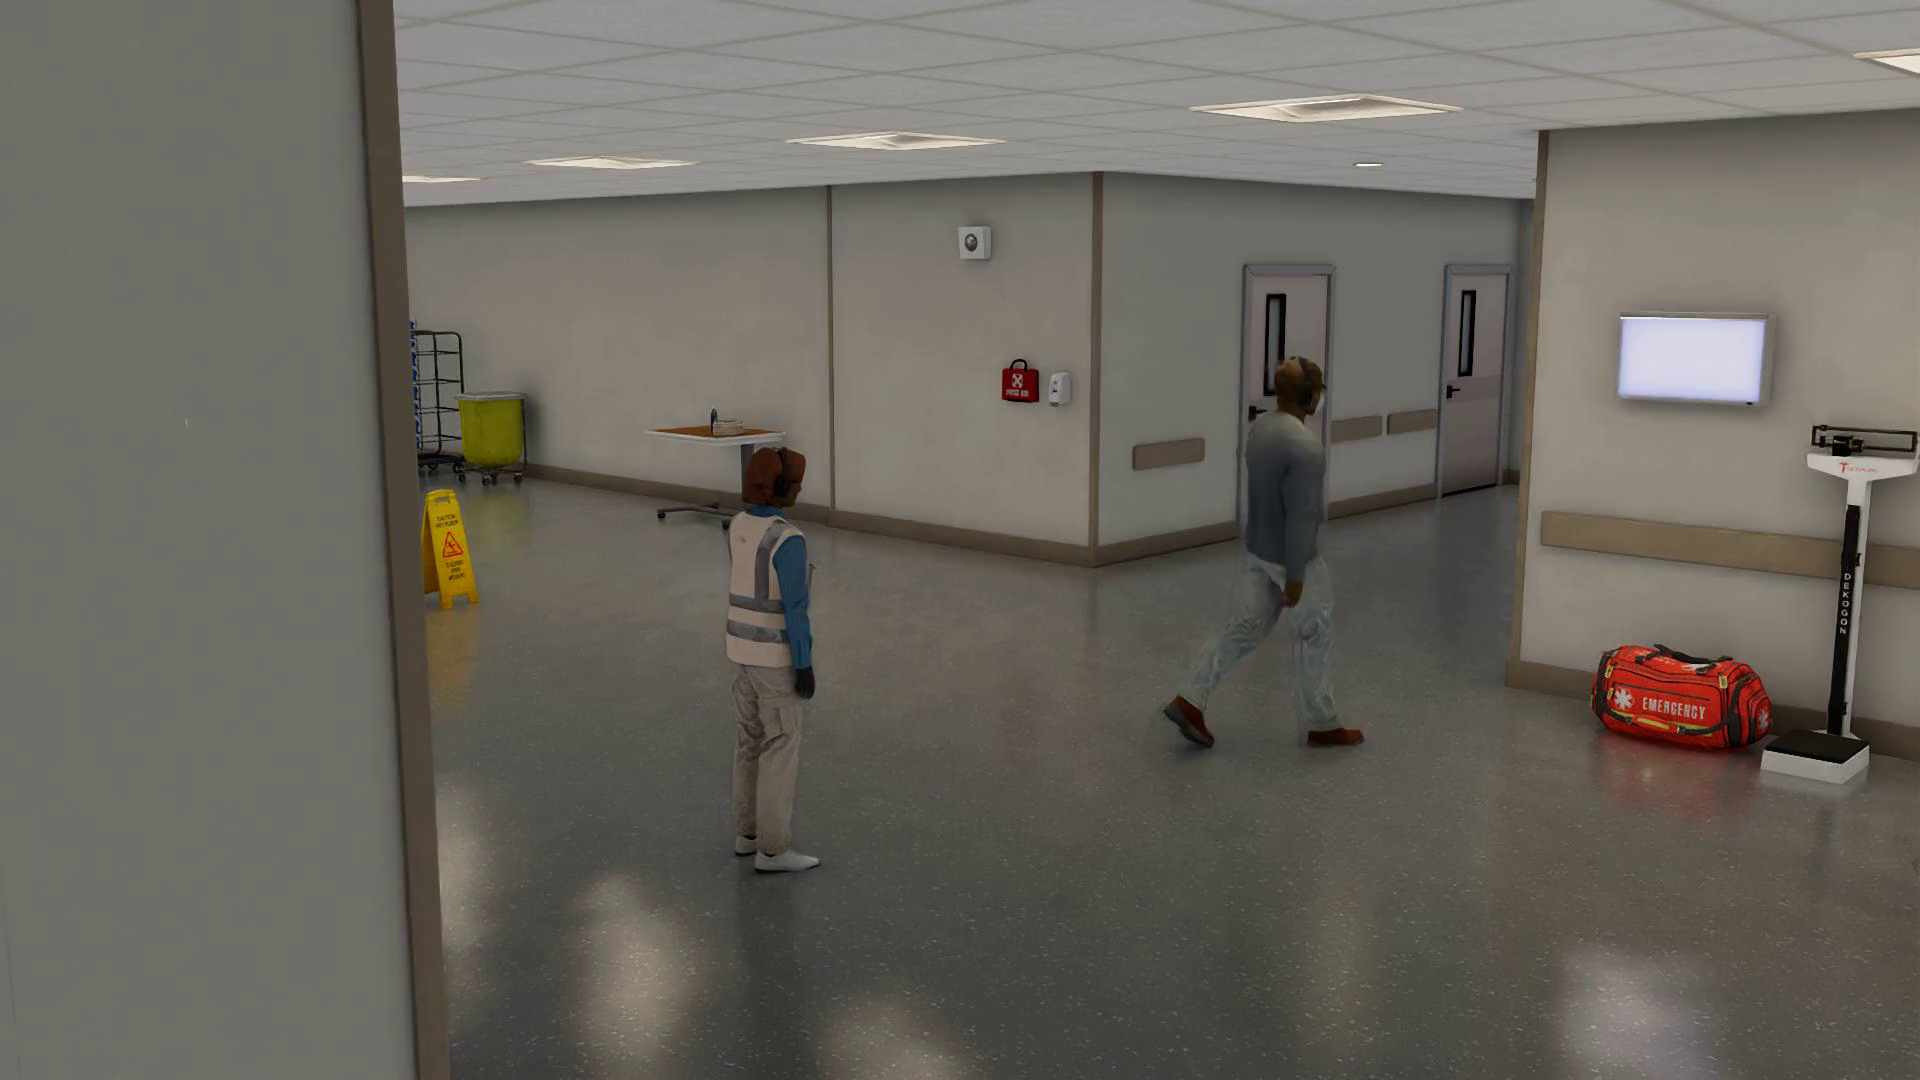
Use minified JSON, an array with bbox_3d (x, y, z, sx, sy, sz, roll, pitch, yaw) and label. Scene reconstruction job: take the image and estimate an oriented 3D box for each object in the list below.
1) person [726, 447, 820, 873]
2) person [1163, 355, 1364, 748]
[{"bbox_3d":[-0.732,0.457,6.363,0.316,1.630,0.525,-6,11,-33],"label":"person"},{"bbox_3d":[1.462,0.078,7.883,0.952,1.911,0.638,-3,10,-16],"label":"person"}]
